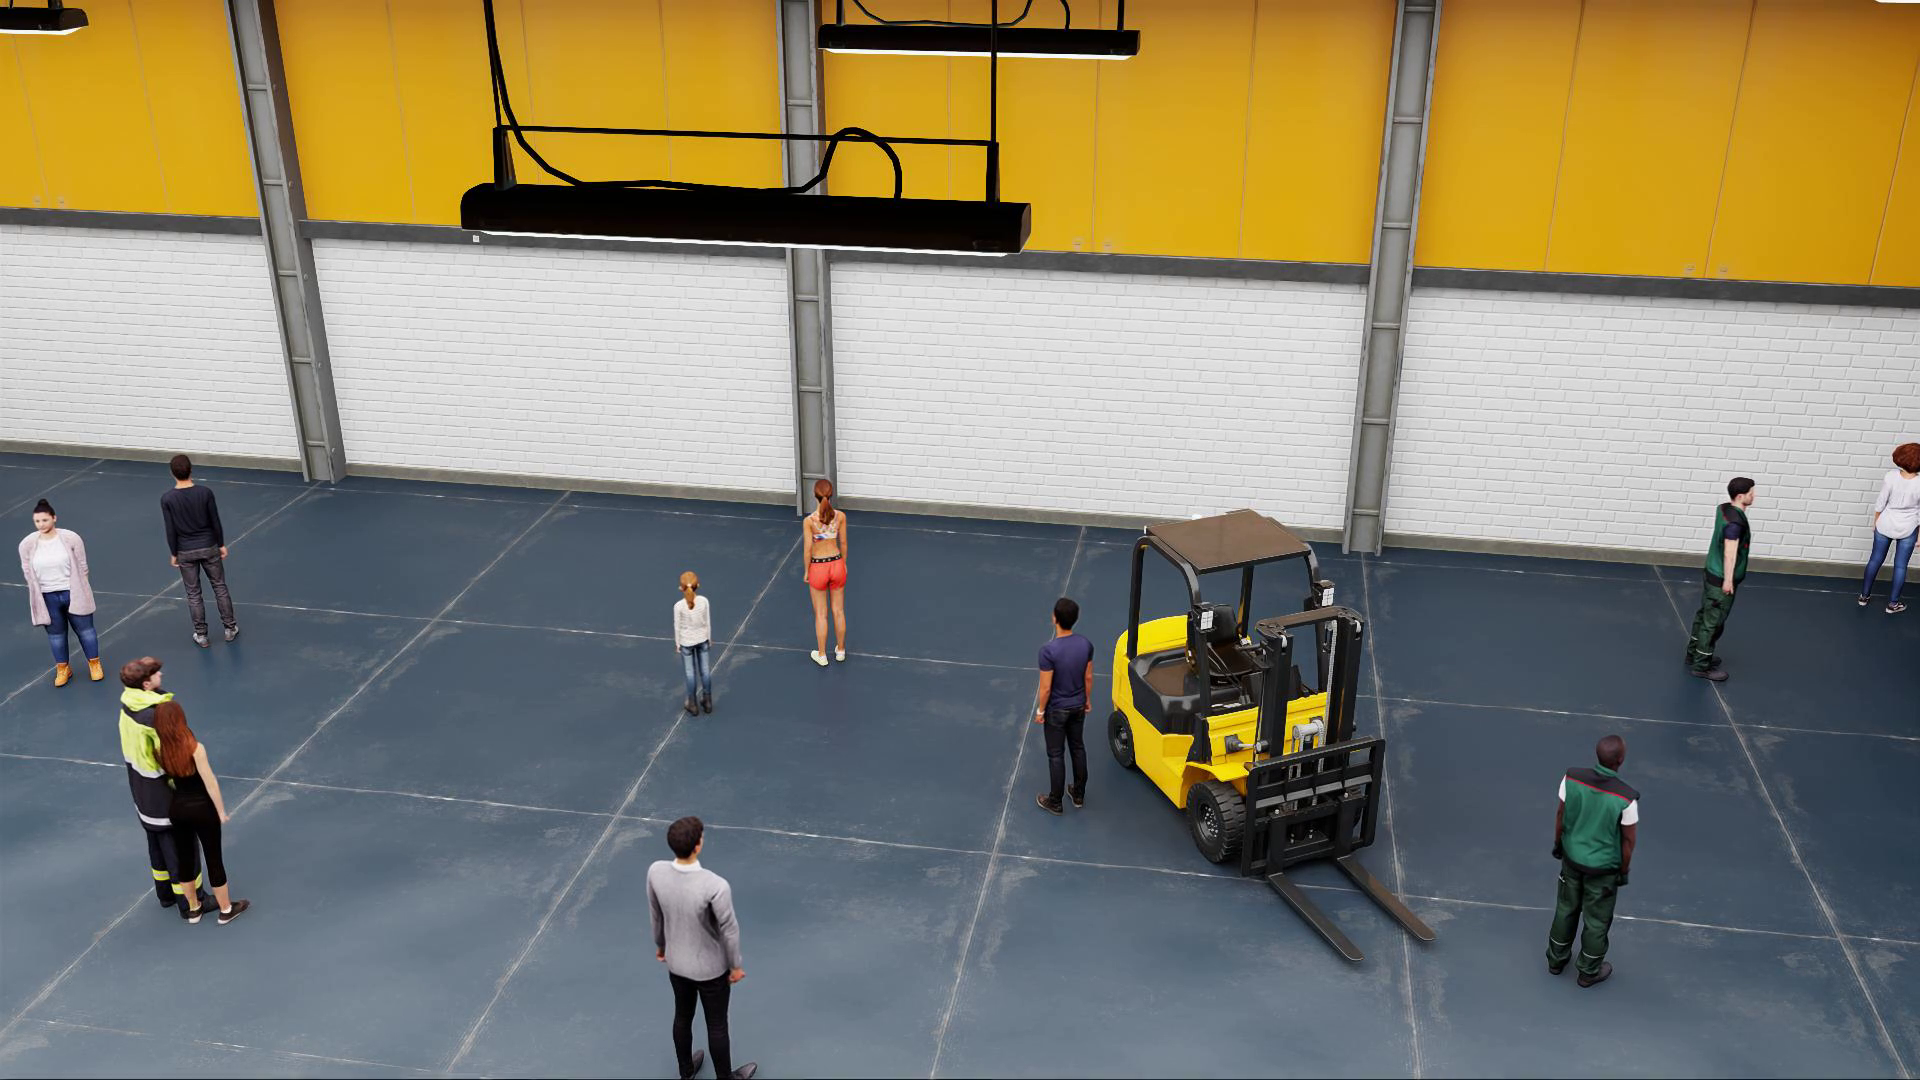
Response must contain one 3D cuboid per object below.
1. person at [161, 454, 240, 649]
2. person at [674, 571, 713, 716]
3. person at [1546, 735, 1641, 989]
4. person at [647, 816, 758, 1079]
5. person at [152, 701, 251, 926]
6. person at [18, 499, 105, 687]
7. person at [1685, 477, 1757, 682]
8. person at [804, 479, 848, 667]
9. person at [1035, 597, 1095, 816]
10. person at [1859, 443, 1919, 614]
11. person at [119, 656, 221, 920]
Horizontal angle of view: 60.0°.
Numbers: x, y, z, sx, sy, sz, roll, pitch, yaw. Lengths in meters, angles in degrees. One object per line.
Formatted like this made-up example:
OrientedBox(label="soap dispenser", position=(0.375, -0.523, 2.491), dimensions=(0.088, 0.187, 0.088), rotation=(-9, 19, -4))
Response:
OrientedBox(label="person", position=(-7.091, 0.096, 15.476), dimensions=(0.702, 1.870, 0.777), rotation=(-14, 27, -28))
OrientedBox(label="person", position=(-2.287, 0.887, 14.360), dimensions=(0.529, 1.313, 0.603), rotation=(-9, 25, -19))
OrientedBox(label="person", position=(4.157, 2.096, 10.939), dimensions=(0.847, 1.839, 0.751), rotation=(-22, 32, -40))
OrientedBox(label="person", position=(-1.579, 2.491, 9.930), dimensions=(0.668, 1.923, 0.859), rotation=(10, 26, 22))
OrientedBox(label="person", position=(-5.344, 1.890, 11.552), dimensions=(0.453, 1.726, 0.631), rotation=(3, 24, 7))
OrientedBox(label="person", position=(-8.007, 0.453, 14.818), dimensions=(0.749, 1.743, 0.853), rotation=(-9, 25, -19))
OrientedBox(label="person", position=(6.847, 0.314, 14.941), dimensions=(0.567, 1.899, 0.687), rotation=(5, 24, 12))
OrientedBox(label="person", position=(-1.211, 0.290, 15.130), dimensions=(0.651, 1.792, 0.732), rotation=(-10, 25, -21))
OrientedBox(label="person", position=(0.810, 1.283, 12.859), dimensions=(0.684, 1.791, 0.773), rotation=(-13, 27, -27))
OrientedBox(label="person", position=(9.139, -0.140, 16.215), dimensions=(0.810, 1.711, 0.726), rotation=(-21, 31, -39))
OrientedBox(label="person", position=(-5.584, 1.713, 11.636), dimensions=(0.795, 1.983, 0.928), rotation=(19, 30, 36))
